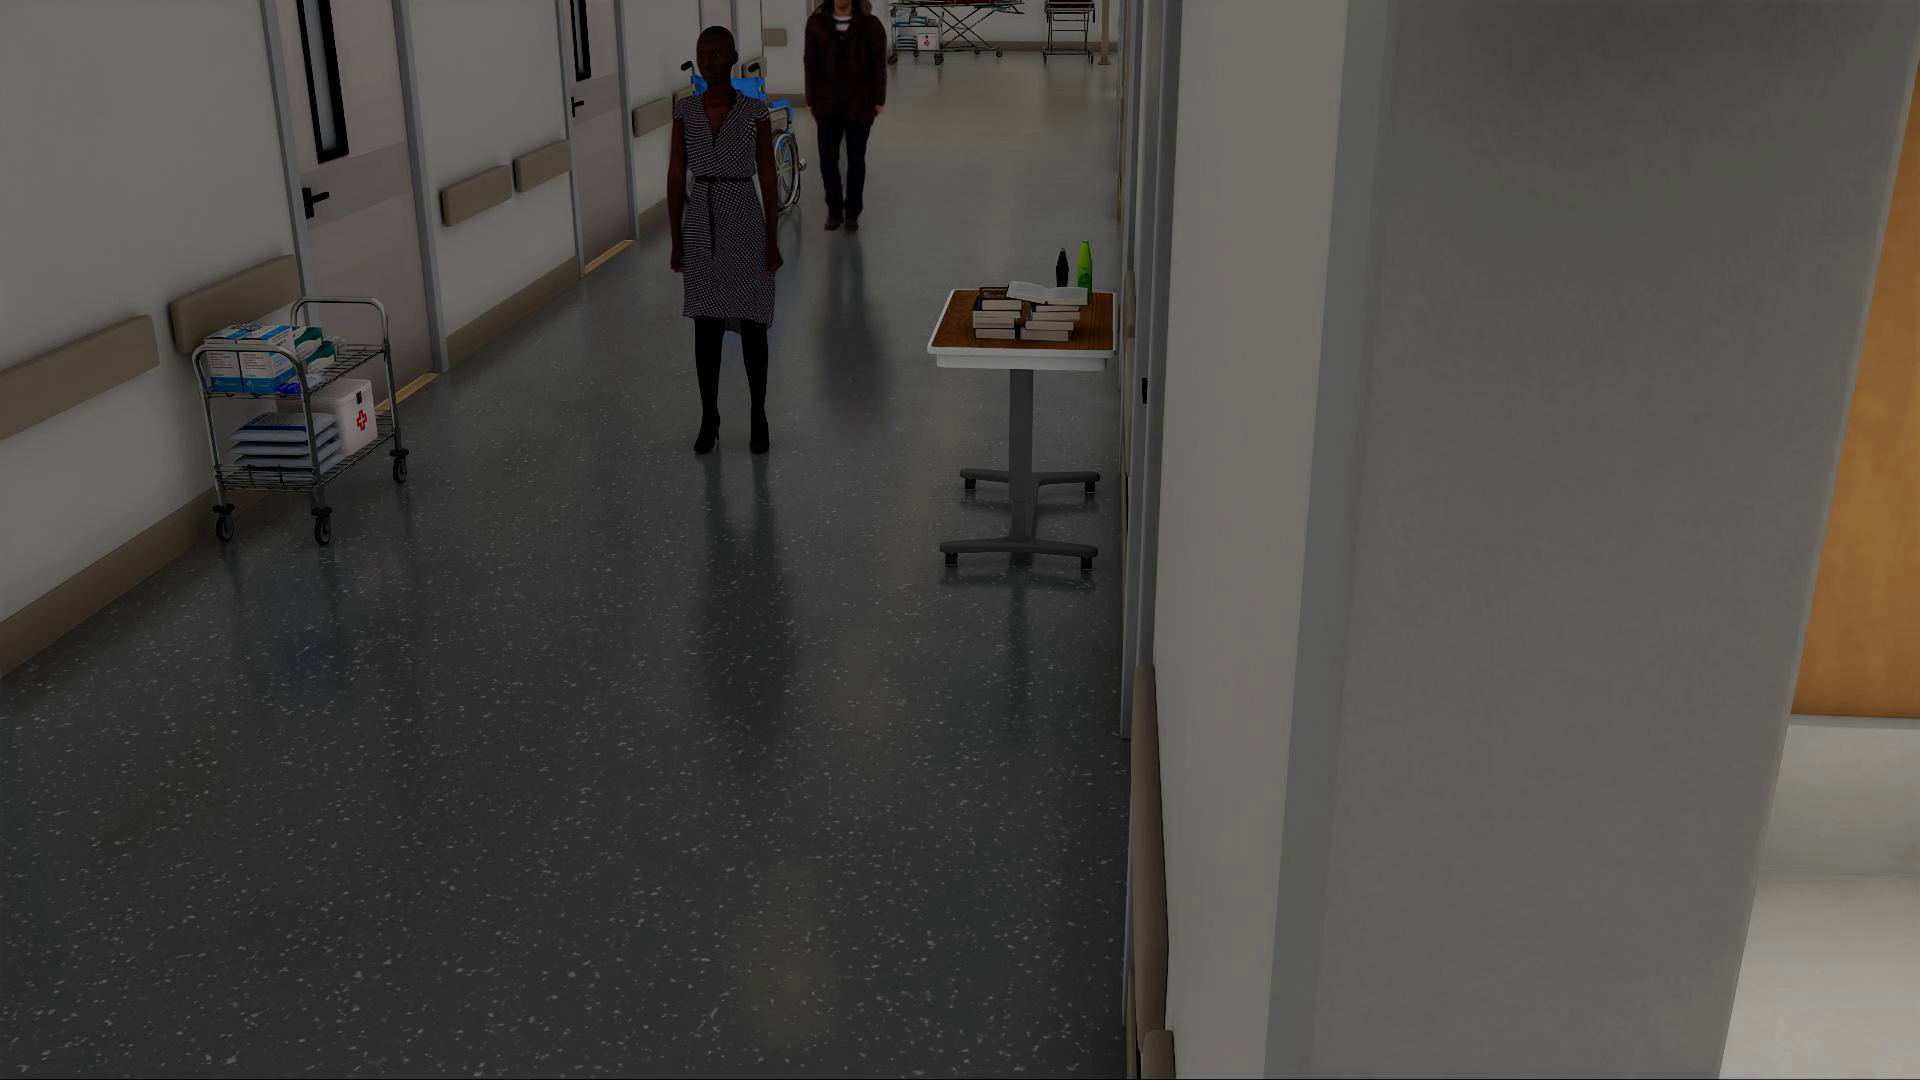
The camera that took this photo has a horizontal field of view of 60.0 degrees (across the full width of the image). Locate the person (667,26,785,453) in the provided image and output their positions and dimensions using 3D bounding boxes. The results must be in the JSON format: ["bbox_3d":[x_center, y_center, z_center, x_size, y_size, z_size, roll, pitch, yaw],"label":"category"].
[{"bbox_3d":[-0.988,-1.250,7.059,0.633,1.788,0.518,1,21,2],"label":"person"}]

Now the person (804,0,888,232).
[{"bbox_3d":[-0.824,-3.183,12.104,0.767,1.831,0.719,0,21,1],"label":"person"}]
